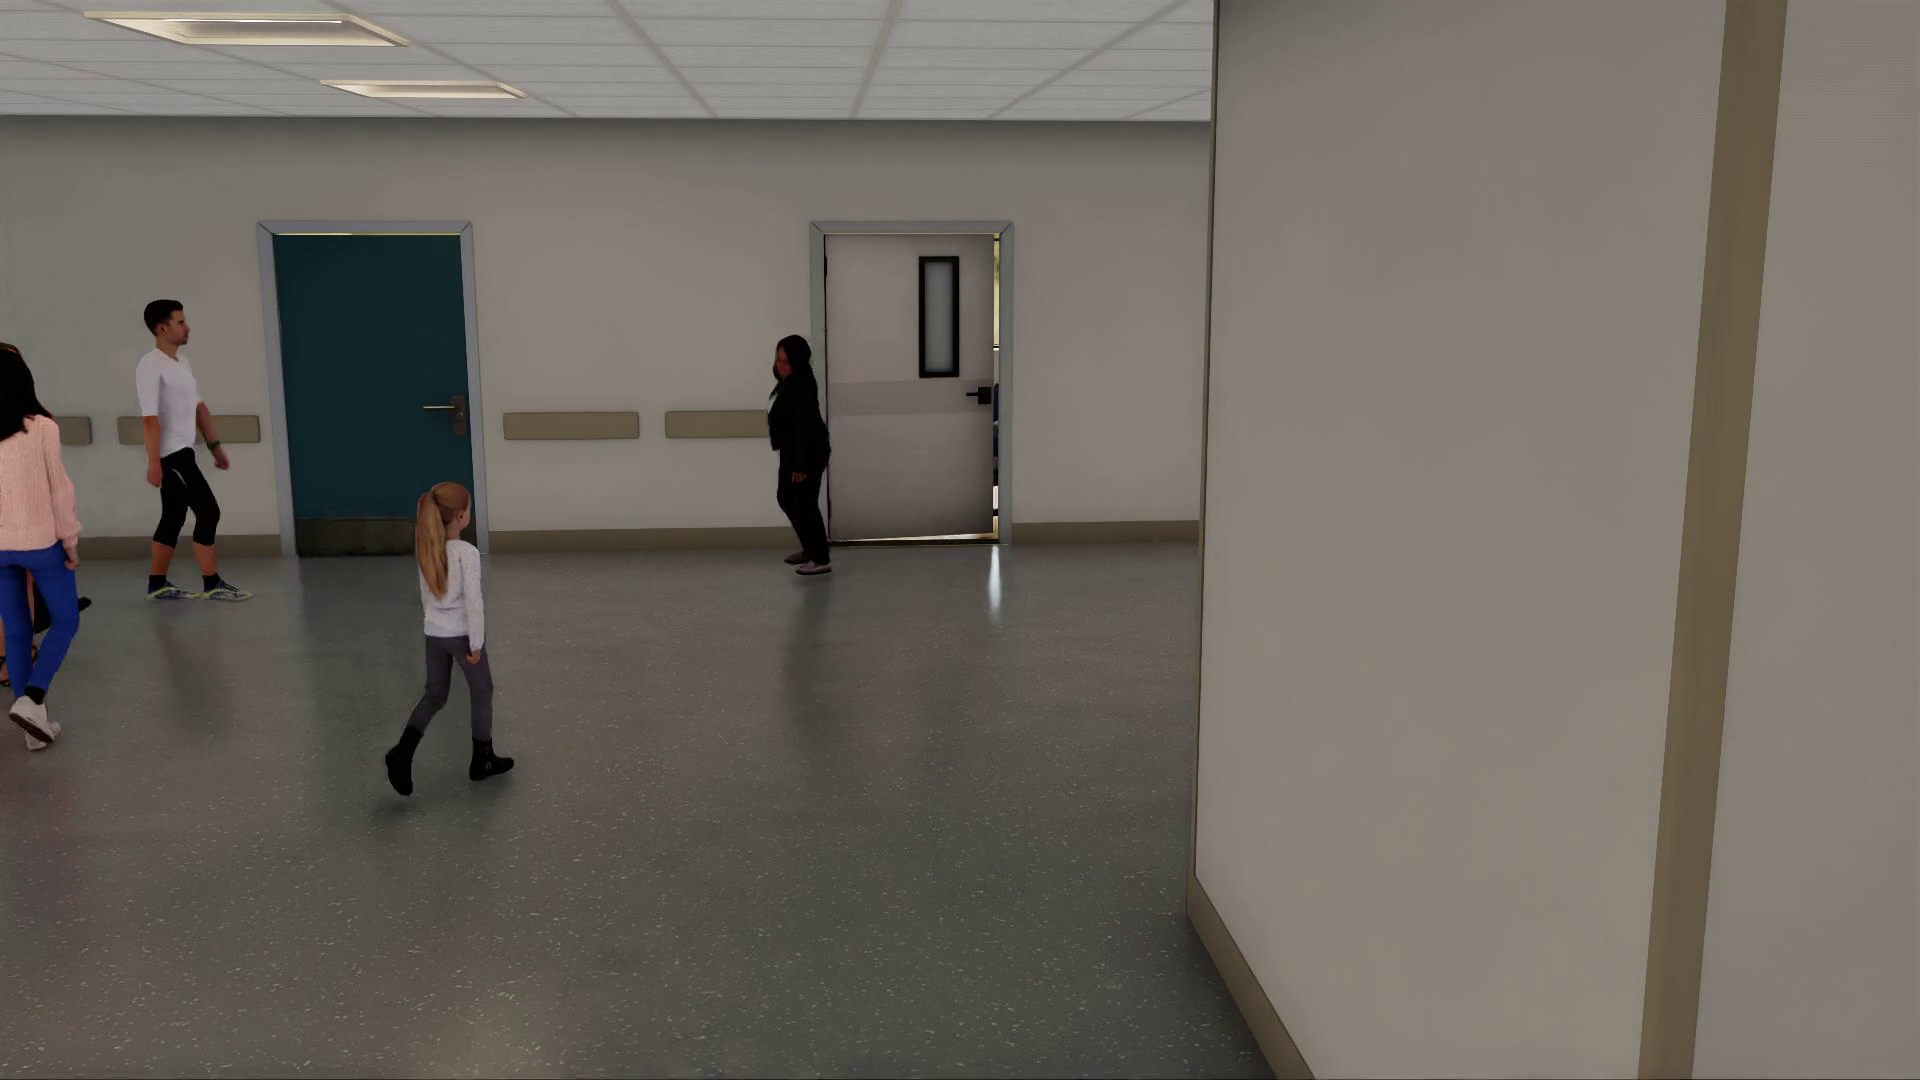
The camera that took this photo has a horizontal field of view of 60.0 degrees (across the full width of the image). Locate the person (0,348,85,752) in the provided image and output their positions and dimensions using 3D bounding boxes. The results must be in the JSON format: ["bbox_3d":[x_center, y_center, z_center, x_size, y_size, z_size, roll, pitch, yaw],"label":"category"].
[{"bbox_3d":[-4.060,0.068,7.149,0.699,1.761,0.741,-2,11,-11],"label":"person"}]

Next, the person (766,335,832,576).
[{"bbox_3d":[-0.988,-0.534,10.833,0.779,1.569,0.771,-2,11,-9],"label":"person"}]

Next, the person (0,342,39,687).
[{"bbox_3d":[-4.793,-0.141,8.353,0.585,1.722,0.604,1,11,5],"label":"person"}]

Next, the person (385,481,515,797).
[{"bbox_3d":[-2.094,0.405,6.709,0.836,1.262,0.785,5,12,24],"label":"person"}]

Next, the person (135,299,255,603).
[{"bbox_3d":[-4.801,-0.504,9.975,0.887,1.830,0.693,-2,11,-9],"label":"person"}]
